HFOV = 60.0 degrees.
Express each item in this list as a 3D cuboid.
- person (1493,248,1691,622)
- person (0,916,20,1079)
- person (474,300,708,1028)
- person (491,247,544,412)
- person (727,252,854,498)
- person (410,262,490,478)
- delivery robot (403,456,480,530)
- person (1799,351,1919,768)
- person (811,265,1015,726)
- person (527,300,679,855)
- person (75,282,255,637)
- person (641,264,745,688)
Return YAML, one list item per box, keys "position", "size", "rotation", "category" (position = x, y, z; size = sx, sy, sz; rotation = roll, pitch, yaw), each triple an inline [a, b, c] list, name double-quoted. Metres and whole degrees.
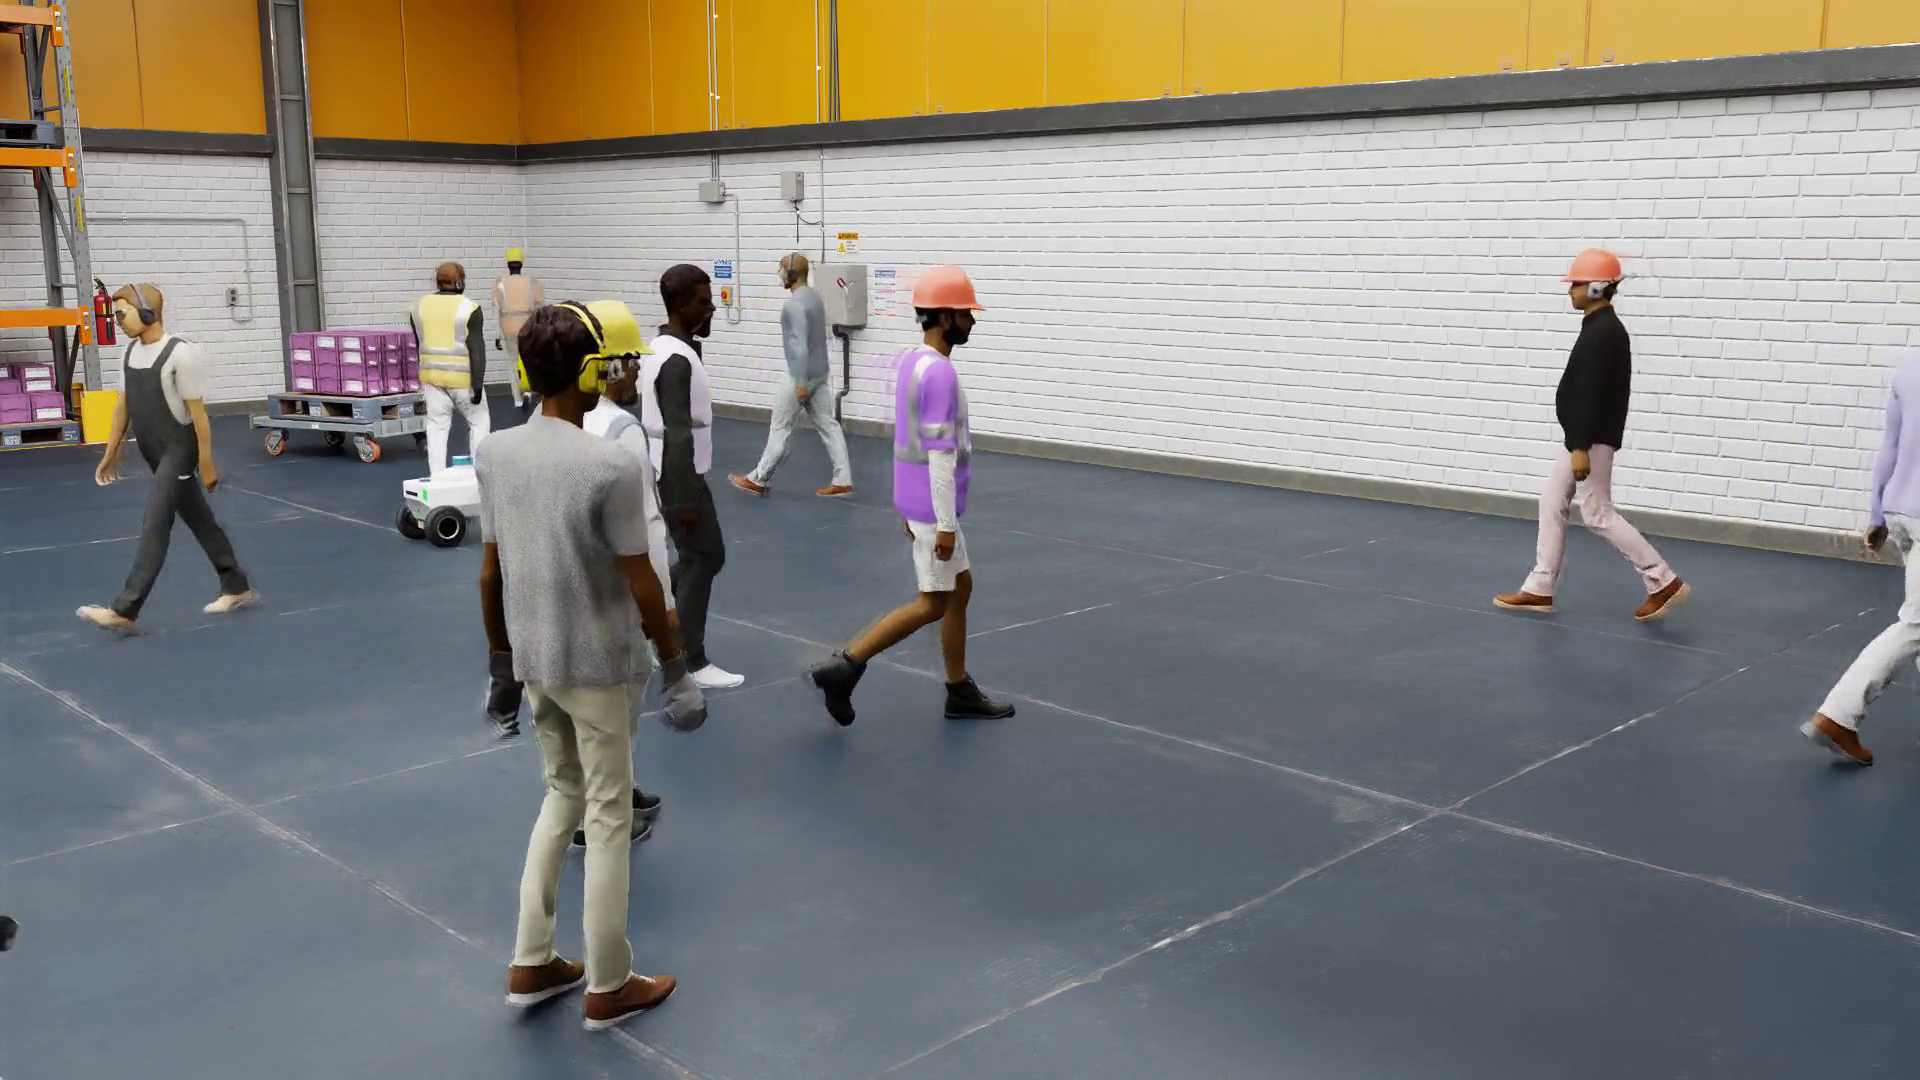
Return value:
- position: [3.373, -0.542, 8.722]
  size: [0.936, 1.961, 0.621]
  rotation: [4, 11, 21]
  category: "person"
- position: [-0.551, 0.935, 1.016]
  size: [0.403, 1.833, 0.591]
  rotation: [-6, 12, -30]
  category: "person"
- position: [-0.936, 0.335, 4.201]
  size: [0.544, 1.864, 0.398]
  rotation: [6, 12, 31]
  category: "person"
- position: [-5.105, -2.438, 19.249]
  size: [0.593, 1.897, 0.928]
  rotation: [-2, 11, -13]
  category: "person"
- position: [-1.281, -1.249, 12.768]
  size: [1.010, 1.884, 0.662]
  rotation: [2, 11, 12]
  category: "person"
- position: [-3.891, -1.232, 12.880]
  size: [0.640, 1.818, 0.733]
  rotation: [2, 11, 11]
  category: "person"
- position: [-3.312, -0.316, 11.067]
  size: [0.707, 0.478, 0.477]
  rotation: [-9, 14, -42]
  category: "delivery robot"
- position: [3.673, -0.066, 6.334]
  size: [0.921, 1.901, 0.643]
  rotation: [-2, 11, -9]
  category: "person"
- position: [-0.190, -0.151, 6.748]
  size: [0.805, 1.916, 0.550]
  rotation: [-2, 11, -11]
  category: "person"
- position: [-1.113, 0.124, 5.491]
  size: [0.560, 1.812, 0.614]
  rotation: [-8, 13, -38]
  category: "person"
- position: [-4.124, -0.422, 8.557]
  size: [0.509, 1.776, 1.032]
  rotation: [7, 12, 32]
  category: "person"
- position: [-1.257, -0.265, 7.368]
  size: [0.490, 1.899, 0.610]
  rotation: [-2, 11, -10]
  category: "person"
